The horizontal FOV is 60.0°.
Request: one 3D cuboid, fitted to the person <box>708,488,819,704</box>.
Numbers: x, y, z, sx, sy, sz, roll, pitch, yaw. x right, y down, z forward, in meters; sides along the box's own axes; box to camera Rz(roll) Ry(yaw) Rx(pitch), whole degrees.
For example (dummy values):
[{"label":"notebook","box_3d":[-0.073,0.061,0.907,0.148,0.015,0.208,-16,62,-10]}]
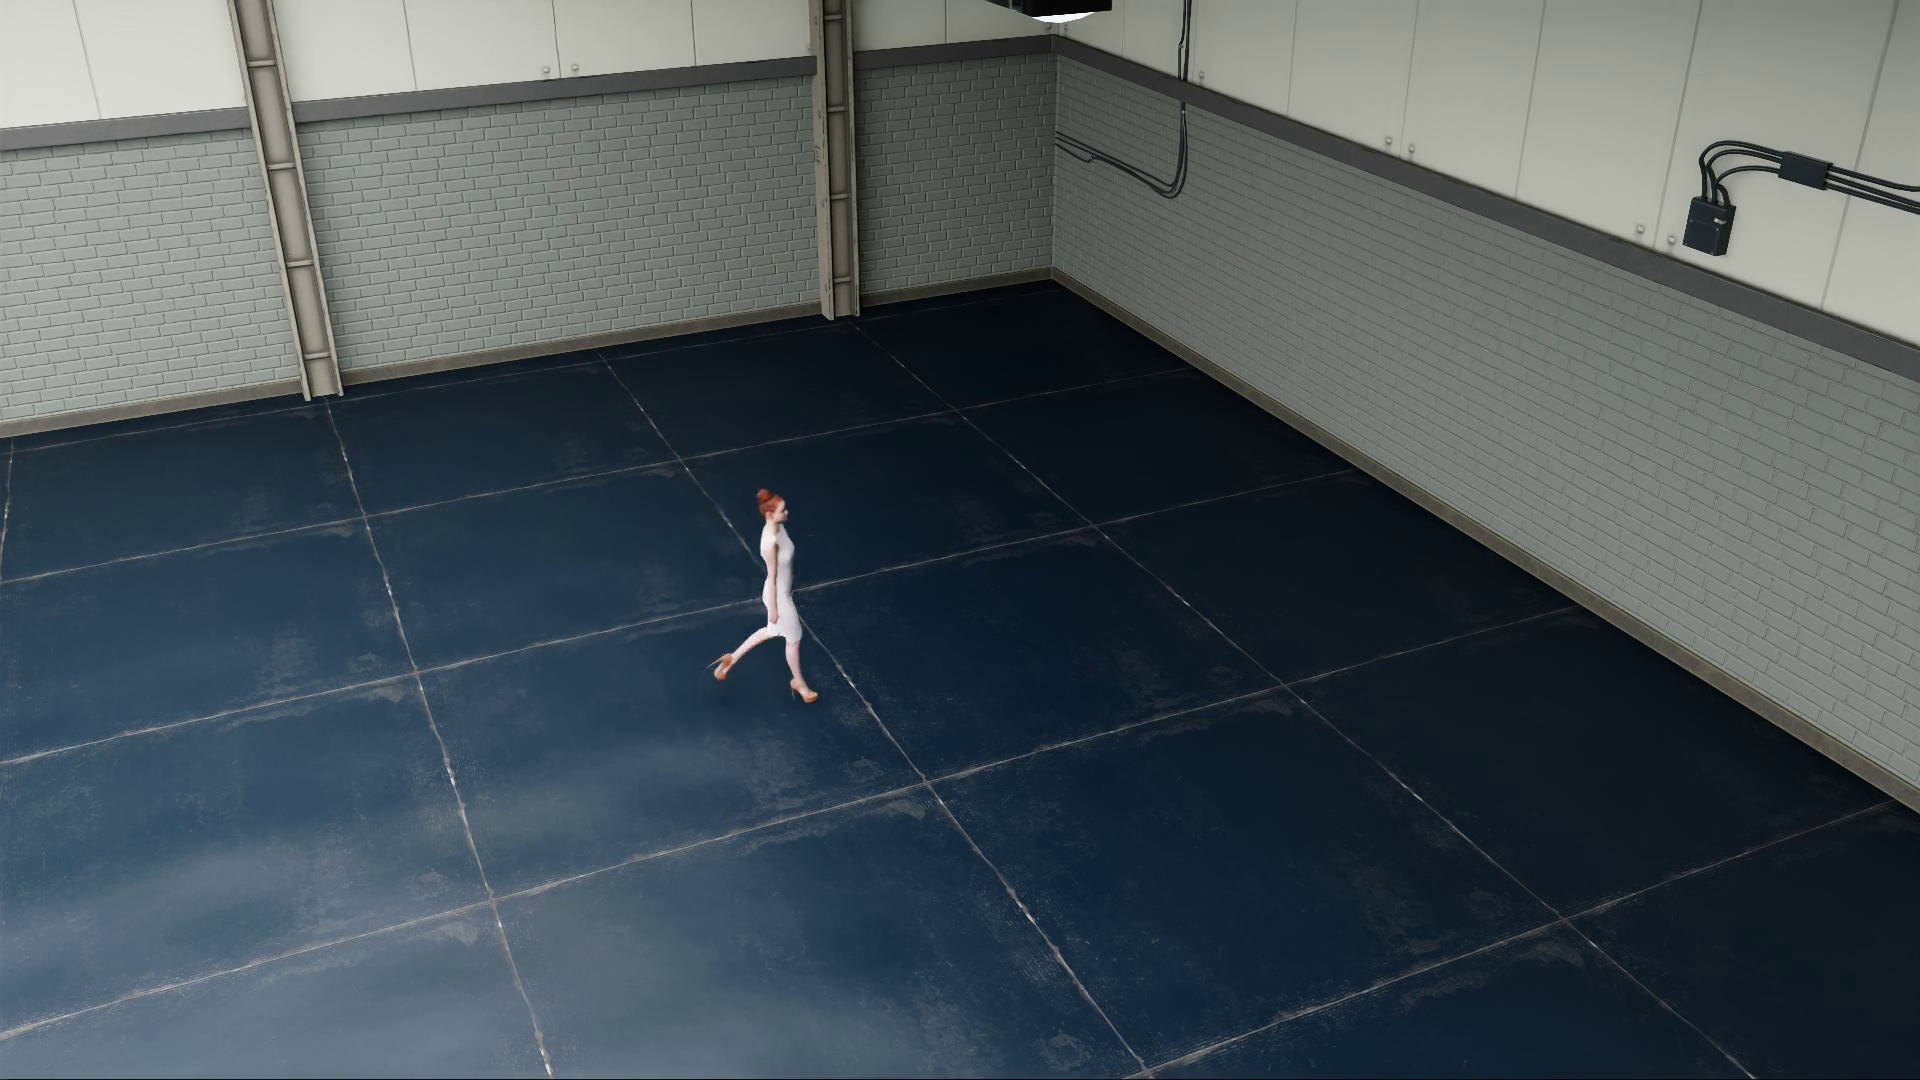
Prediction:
[{"label":"person","box_3d":[-1.412,0.437,12.116,1.102,1.771,0.865,1,27,1]}]
